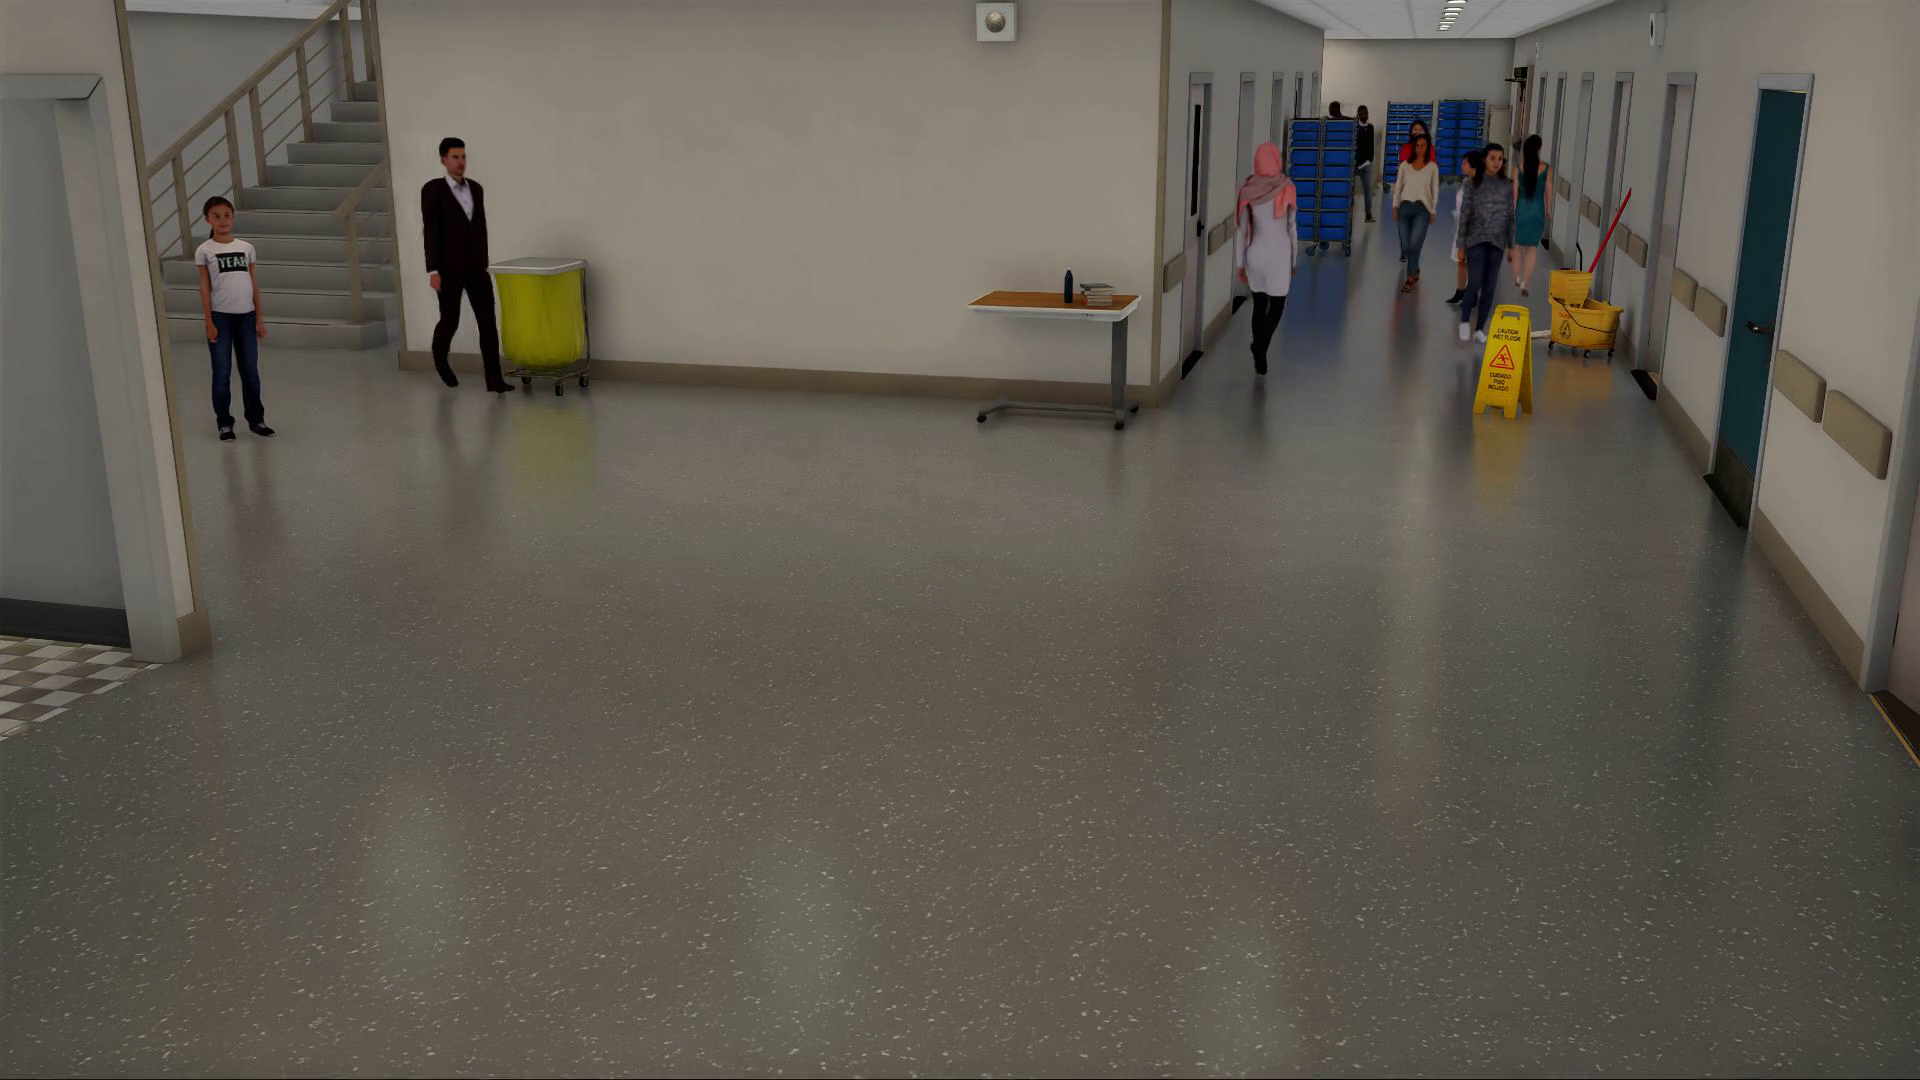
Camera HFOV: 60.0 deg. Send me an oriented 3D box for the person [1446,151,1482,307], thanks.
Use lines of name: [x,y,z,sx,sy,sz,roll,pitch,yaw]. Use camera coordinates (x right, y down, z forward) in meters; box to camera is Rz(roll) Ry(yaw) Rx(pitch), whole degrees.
person: [5.174,-3.163,16.890,0.701,1.553,0.604,-4,16,-15]

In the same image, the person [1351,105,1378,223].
person: [6.186,-5.864,26.078,1.120,1.765,1.359,-5,17,-18]

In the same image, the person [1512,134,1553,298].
person: [5.941,-3.350,17.369,0.636,1.653,0.961,7,17,22]

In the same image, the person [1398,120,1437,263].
person: [5.662,-4.307,20.666,0.711,1.706,1.109,6,17,20]

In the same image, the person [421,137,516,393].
person: [-3.717,-1.999,12.244,1.266,1.834,1.170,-15,21,-42]

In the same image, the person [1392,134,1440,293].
person: [4.926,-3.522,17.997,0.797,1.643,1.156,9,18,29]

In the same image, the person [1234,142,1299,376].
person: [2.354,-2.118,12.760,0.692,1.782,1.068,5,17,19]

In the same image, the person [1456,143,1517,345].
person: [4.550,-2.574,14.494,0.702,1.719,0.713,-1,16,-4]

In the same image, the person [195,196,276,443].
person: [-4.720,-1.441,10.763,0.602,1.563,0.683,-14,21,-40]
